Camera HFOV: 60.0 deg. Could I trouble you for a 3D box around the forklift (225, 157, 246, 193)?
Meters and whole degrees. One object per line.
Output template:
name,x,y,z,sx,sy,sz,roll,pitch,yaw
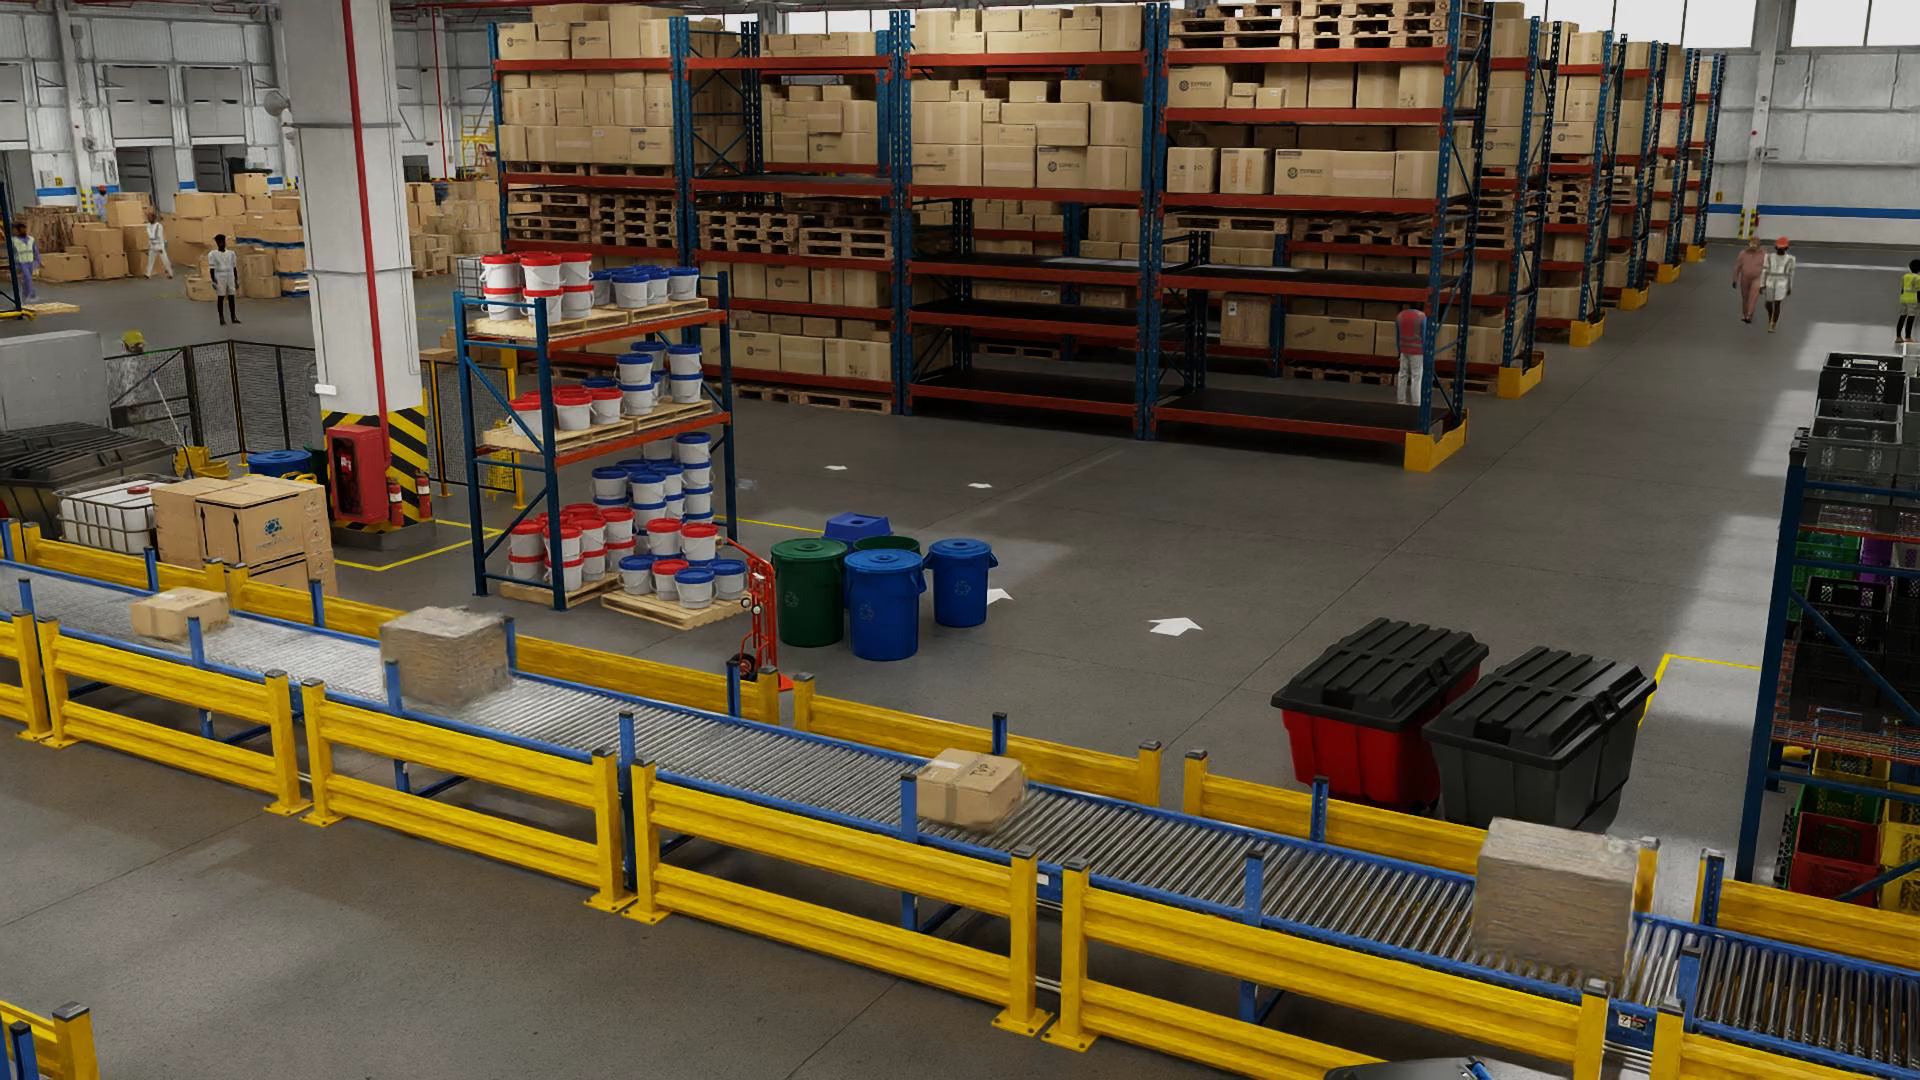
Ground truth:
forklift,-24.841,-11.763,57.320,1.873,2.768,1.129,-13,20,-40

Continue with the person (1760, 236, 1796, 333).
person,17.213,-5.389,35.012,0.612,2.020,0.780,11,18,35

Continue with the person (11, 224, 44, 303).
person,-22.420,-6.657,40.066,0.960,1.873,0.599,7,16,24

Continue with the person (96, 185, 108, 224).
person,-29.698,-11.316,57.509,0.823,1.914,0.553,0,15,1

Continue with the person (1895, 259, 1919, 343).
person,19.010,-4.760,33.256,0.318,1.699,0.535,-3,15,-10

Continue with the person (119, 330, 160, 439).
person,-10.990,-1.905,22.292,0.460,1.815,0.624,-7,16,-24

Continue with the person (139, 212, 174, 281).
person,-21.674,-7.888,44.766,0.587,1.824,1.006,5,16,20

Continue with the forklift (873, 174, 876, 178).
forklift,-2.894,-13.447,63.650,1.129,2.768,1.873,-11,18,-35

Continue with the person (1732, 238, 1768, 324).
person,17.295,-5.679,36.426,0.666,1.848,1.010,11,18,35

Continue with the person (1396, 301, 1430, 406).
person,7.141,-2.951,26.182,0.429,1.845,0.627,-11,18,-35

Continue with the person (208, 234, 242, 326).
person,-15.933,-5.638,36.047,0.367,1.966,0.607,13,19,39

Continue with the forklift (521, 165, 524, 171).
forklift,-17.031,-13.602,64.232,1.873,2.768,1.129,1,15,2

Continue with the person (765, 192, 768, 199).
person,-8.065,-14.014,67.585,0.640,1.936,0.359,0,15,2

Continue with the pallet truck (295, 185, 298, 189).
pallet truck,-26.804,-14.617,69.738,1.885,1.965,0.823,-14,20,-42
